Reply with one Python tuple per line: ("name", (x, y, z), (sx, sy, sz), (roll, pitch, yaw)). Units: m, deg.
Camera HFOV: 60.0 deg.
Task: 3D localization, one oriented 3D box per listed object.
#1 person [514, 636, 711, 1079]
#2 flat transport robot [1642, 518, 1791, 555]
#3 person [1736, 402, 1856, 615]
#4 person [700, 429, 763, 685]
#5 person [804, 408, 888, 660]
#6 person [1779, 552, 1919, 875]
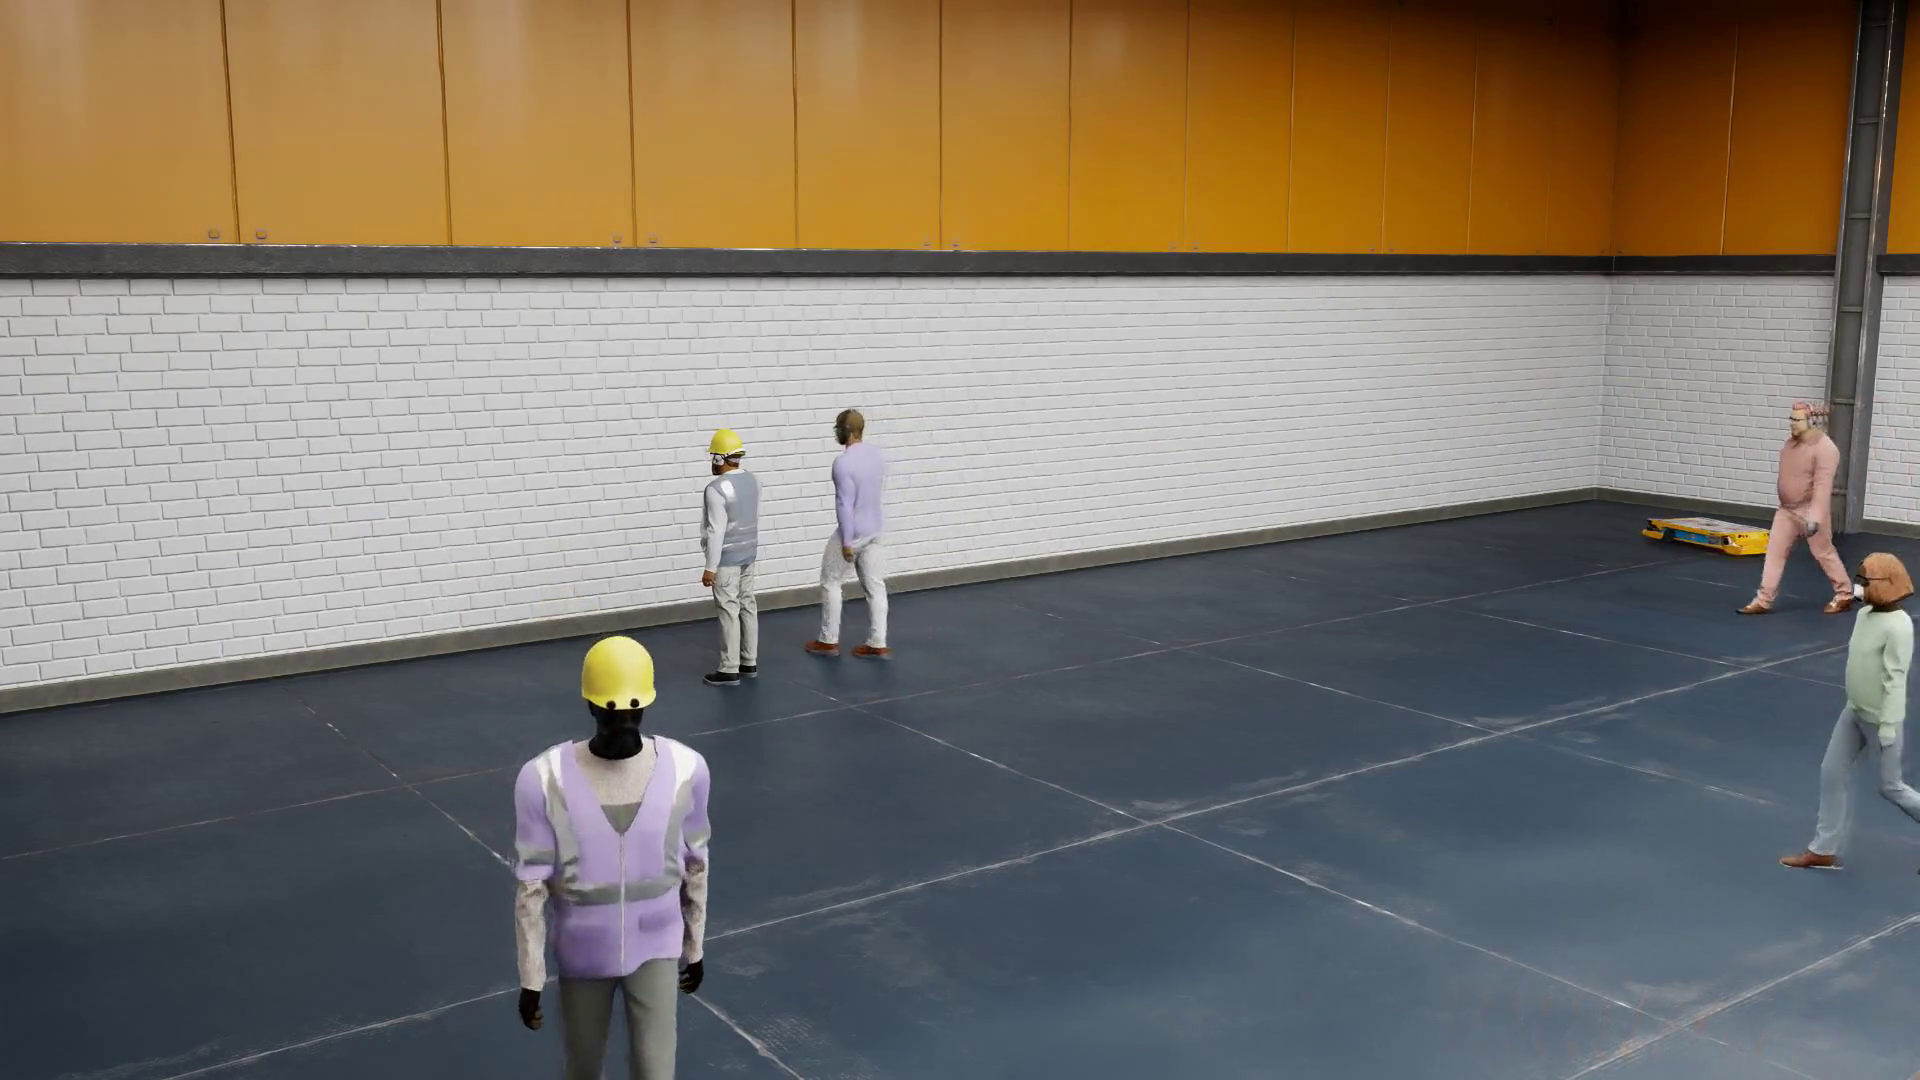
("person", (-1.049, 1.200, 5.064), (0.595, 1.901, 0.919), (-3, 10, -18))
("flat transport robot", (8.072, -0.058, 17.787), (0.652, 0.197, 1.431), (-3, 10, -20))
("person", (7.255, -0.260, 14.202), (1.048, 1.851, 0.647), (-2, 9, -11))
("person", (-1.651, 0.120, 11.880), (0.403, 1.834, 0.589), (4, 10, 25))
("person", (-0.878, -0.047, 12.669), (0.805, 1.907, 0.635), (6, 11, 32))
("person", (4.490, 0.852, 8.067), (0.769, 1.602, 0.507), (1, 9, 5))
